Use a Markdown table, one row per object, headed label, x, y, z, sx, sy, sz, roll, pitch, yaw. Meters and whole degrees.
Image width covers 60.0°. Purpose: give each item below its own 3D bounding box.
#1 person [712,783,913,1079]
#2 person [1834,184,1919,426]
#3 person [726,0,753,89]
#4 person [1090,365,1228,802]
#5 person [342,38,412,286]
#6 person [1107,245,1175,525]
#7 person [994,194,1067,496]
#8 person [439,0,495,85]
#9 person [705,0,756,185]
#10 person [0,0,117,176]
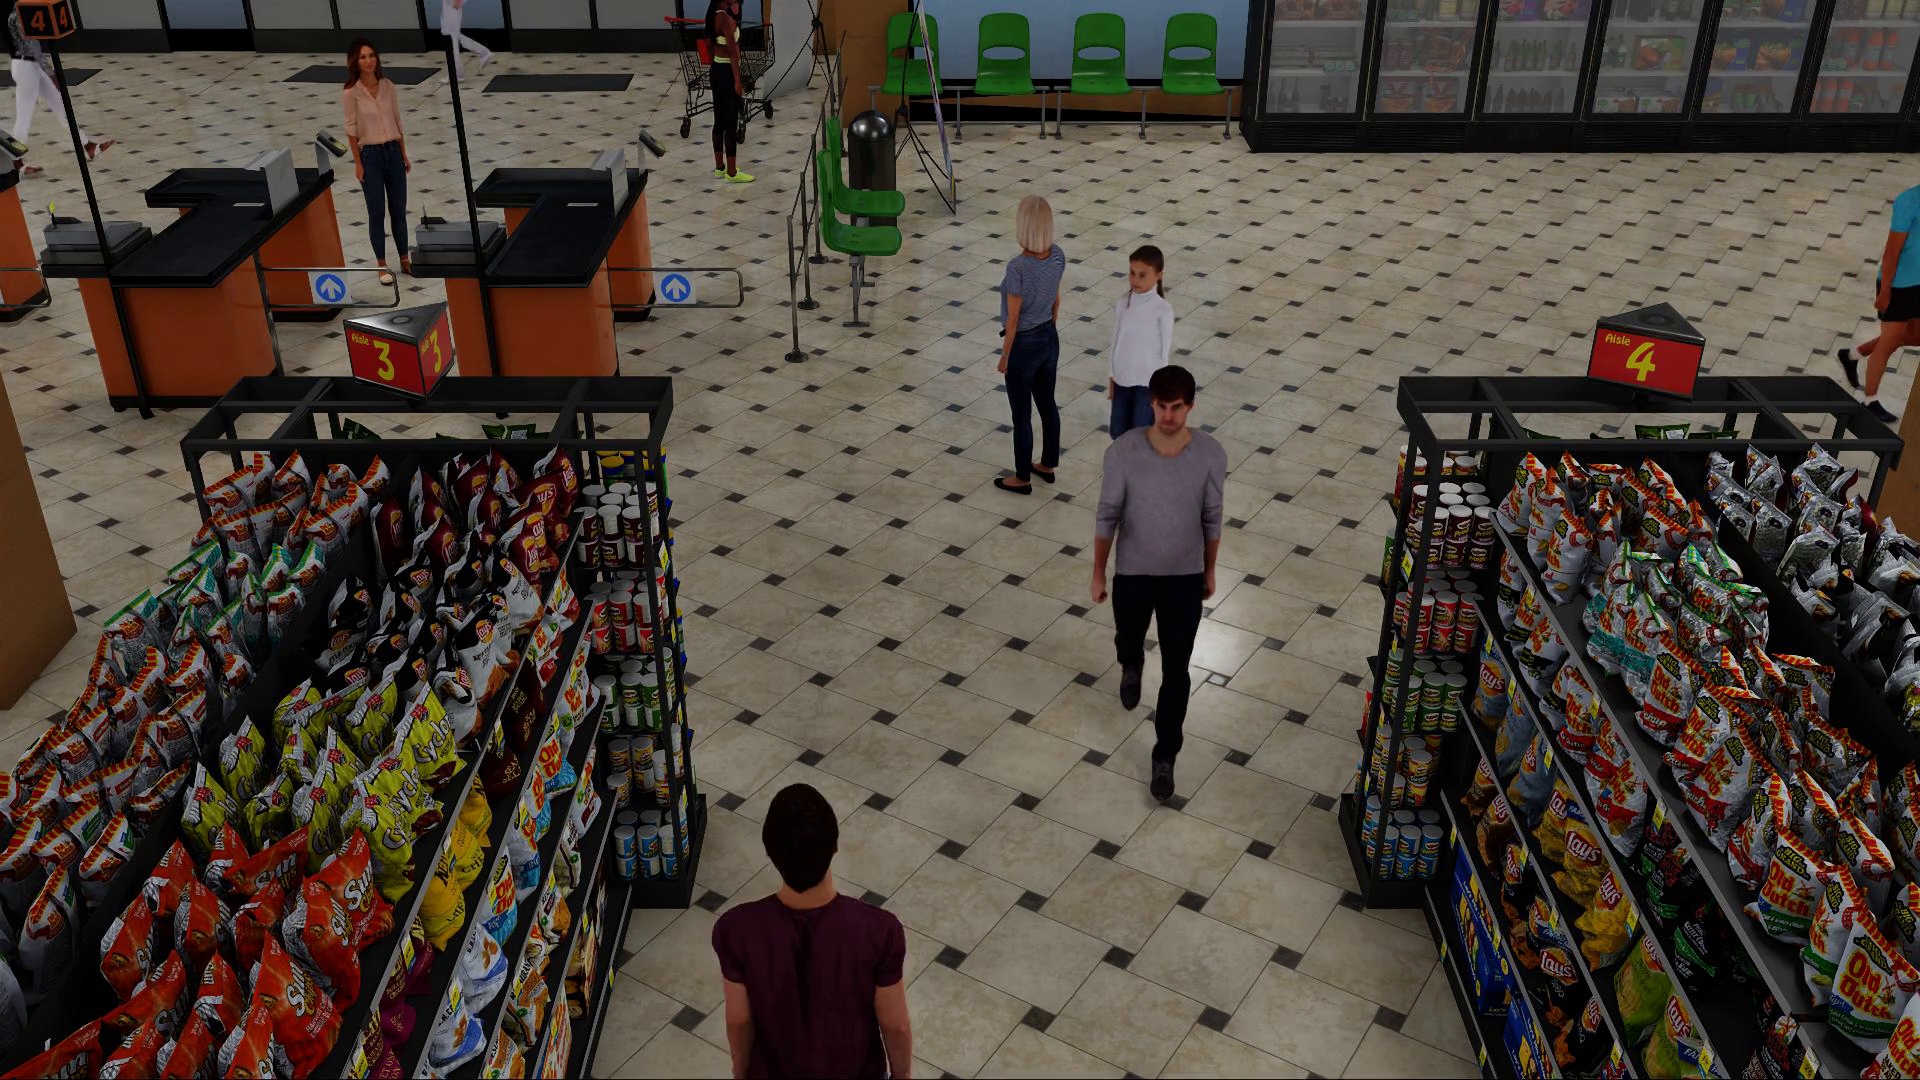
| label | x | y | z | sx | sy | sz | roll | pitch | yaw |
| --- | --- | --- | --- | --- | --- | --- | --- | --- | --- |
| person | -0.382 | 1.478 | 4.422 | 0.650 | 1.839 | 0.897 | 0 | 29 | -1 |
| person | 5.681 | -1.592 | 10.126 | 0.829 | 1.762 | 0.939 | -13 | 31 | -22 |
| person | -2.443 | -5.812 | 17.769 | 0.832 | 1.843 | 0.607 | -6 | 29 | -10 |
| person | 0.828 | 0.096 | 6.985 | 0.759 | 1.809 | 1.185 | 3 | 29 | 6 |
| person | -4.303 | -2.811 | 12.326 | 0.663 | 1.792 | 0.719 | -25 | 37 | -37 |
| person | 1.024 | -0.872 | 9.039 | 0.820 | 1.539 | 0.964 | 18 | 33 | 29 |
| person | 0.403 | -1.077 | 9.223 | 0.649 | 1.722 | 0.705 | -25 | 37 | -37 |
| person | -5.369 | -5.857 | 17.821 | 0.872 | 1.872 | 0.885 | -9 | 30 | -17 |
| person | -2.071 | -4.039 | 14.616 | 0.707 | 1.754 | 0.611 | -18 | 33 | -30 |
| person | -8.331 | -4.057 | 14.730 | 1.084 | 1.675 | 1.174 | -16 | 33 | -27 |
